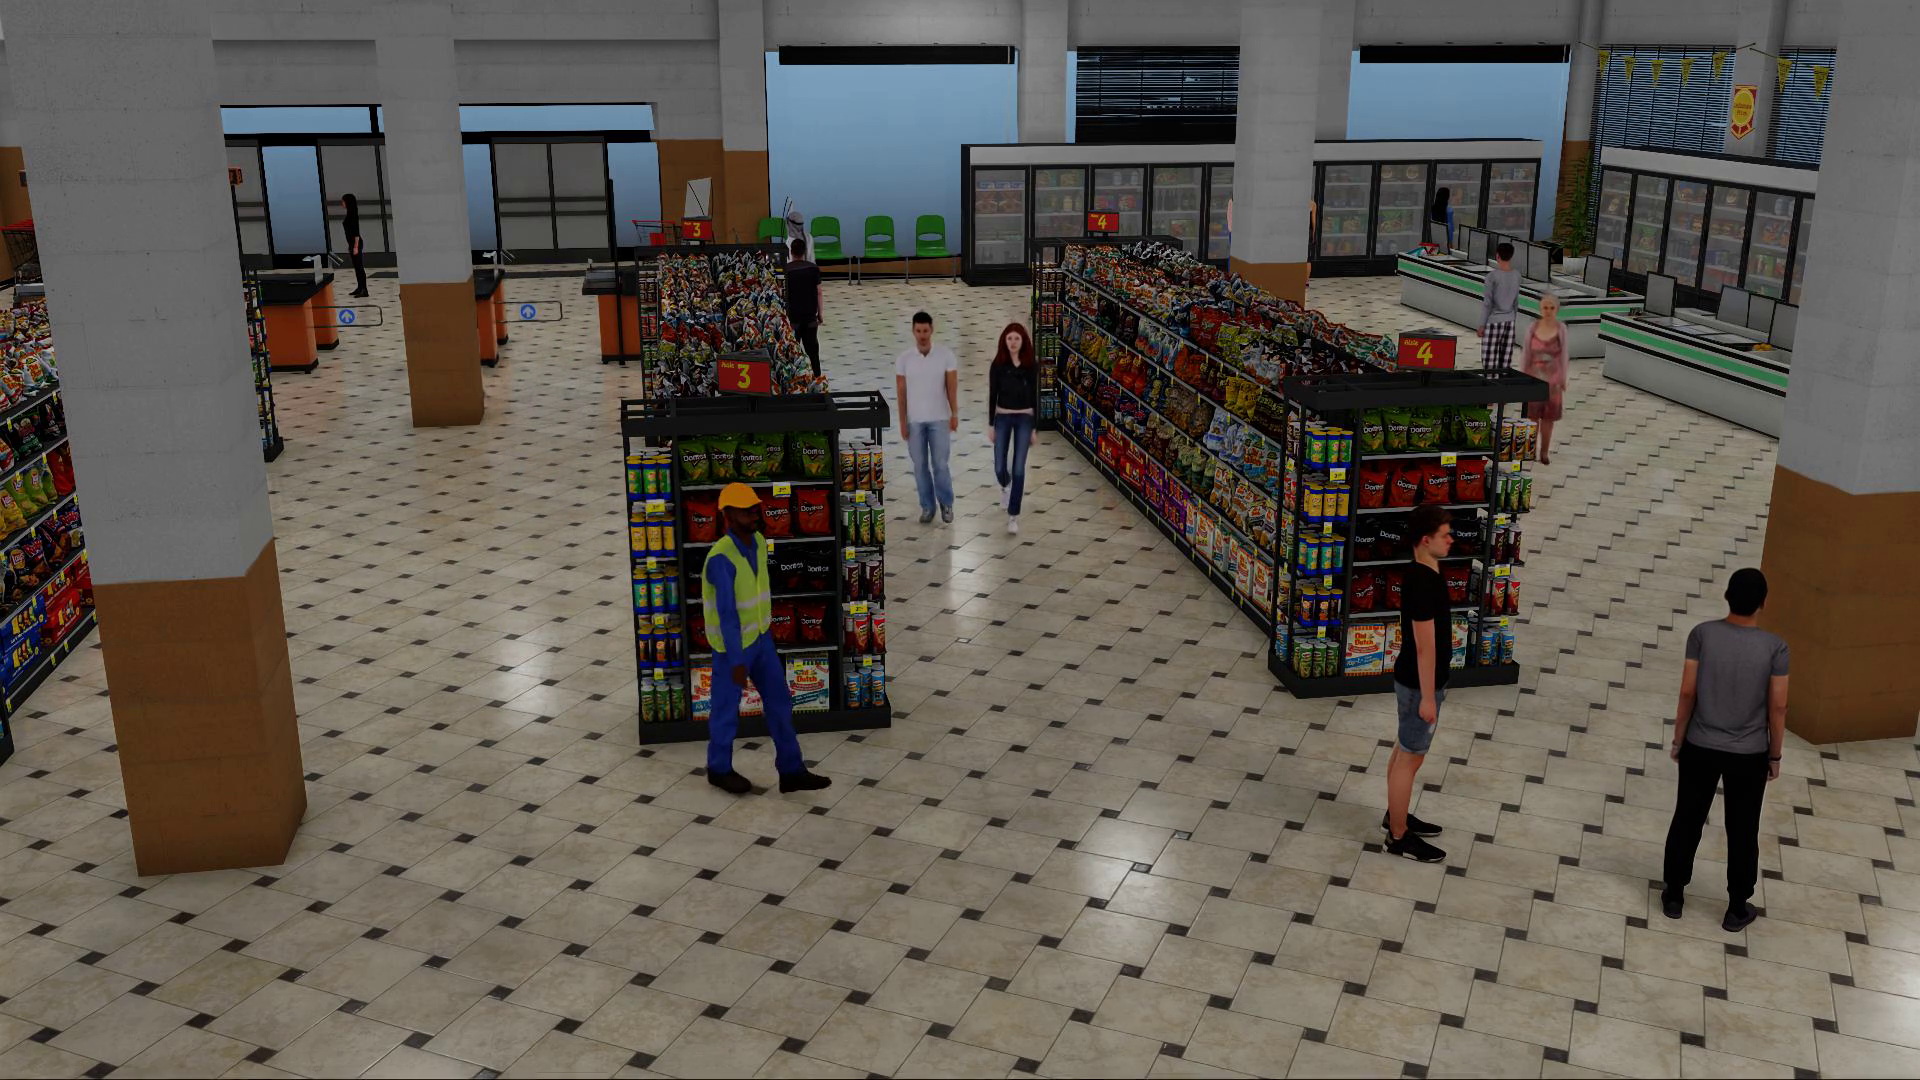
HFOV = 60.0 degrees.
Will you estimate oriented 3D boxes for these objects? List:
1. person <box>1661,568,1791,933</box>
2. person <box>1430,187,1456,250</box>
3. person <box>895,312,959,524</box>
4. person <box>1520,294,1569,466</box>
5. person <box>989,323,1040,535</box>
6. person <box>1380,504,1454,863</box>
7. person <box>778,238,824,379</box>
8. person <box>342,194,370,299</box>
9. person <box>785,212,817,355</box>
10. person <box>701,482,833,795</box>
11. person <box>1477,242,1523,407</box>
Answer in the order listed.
[{"bbox_3d":[3.584,0.968,7.793,0.695,1.754,0.740,10,20,30],"label":"person"},{"bbox_3d":[7.855,-4.907,27.211,0.726,1.713,0.573,-10,19,-29],"label":"person"},{"bbox_3d":[-0.275,-1.061,14.325,0.762,1.841,0.751,3,17,9],"label":"person"},{"bbox_3d":[5.749,-1.603,16.410,0.808,1.666,0.898,7,18,23],"label":"person"},{"bbox_3d":[0.464,-0.963,14.117,0.688,1.775,0.961,1,17,2],"label":"person"},{"bbox_3d":[2.337,0.707,8.493,0.788,1.847,0.640,4,17,12],"label":"person"},{"bbox_3d":[-1.860,-2.570,19.288,0.769,1.845,0.652,-6,18,-20],"label":"person"},{"bbox_3d":[-9.763,-4.761,26.854,0.710,1.642,0.564,-10,20,-31],"label":"person"},{"bbox_3d":[-2.083,-3.246,21.376,0.860,1.926,0.780,9,19,28],"label":"person"},{"bbox_3d":[-1.257,0.552,9.104,1.087,1.788,1.062,9,19,27],"label":"person"},{"bbox_3d":[6.133,-2.451,18.892,0.644,1.847,0.563,-5,18,-15],"label":"person"}]
